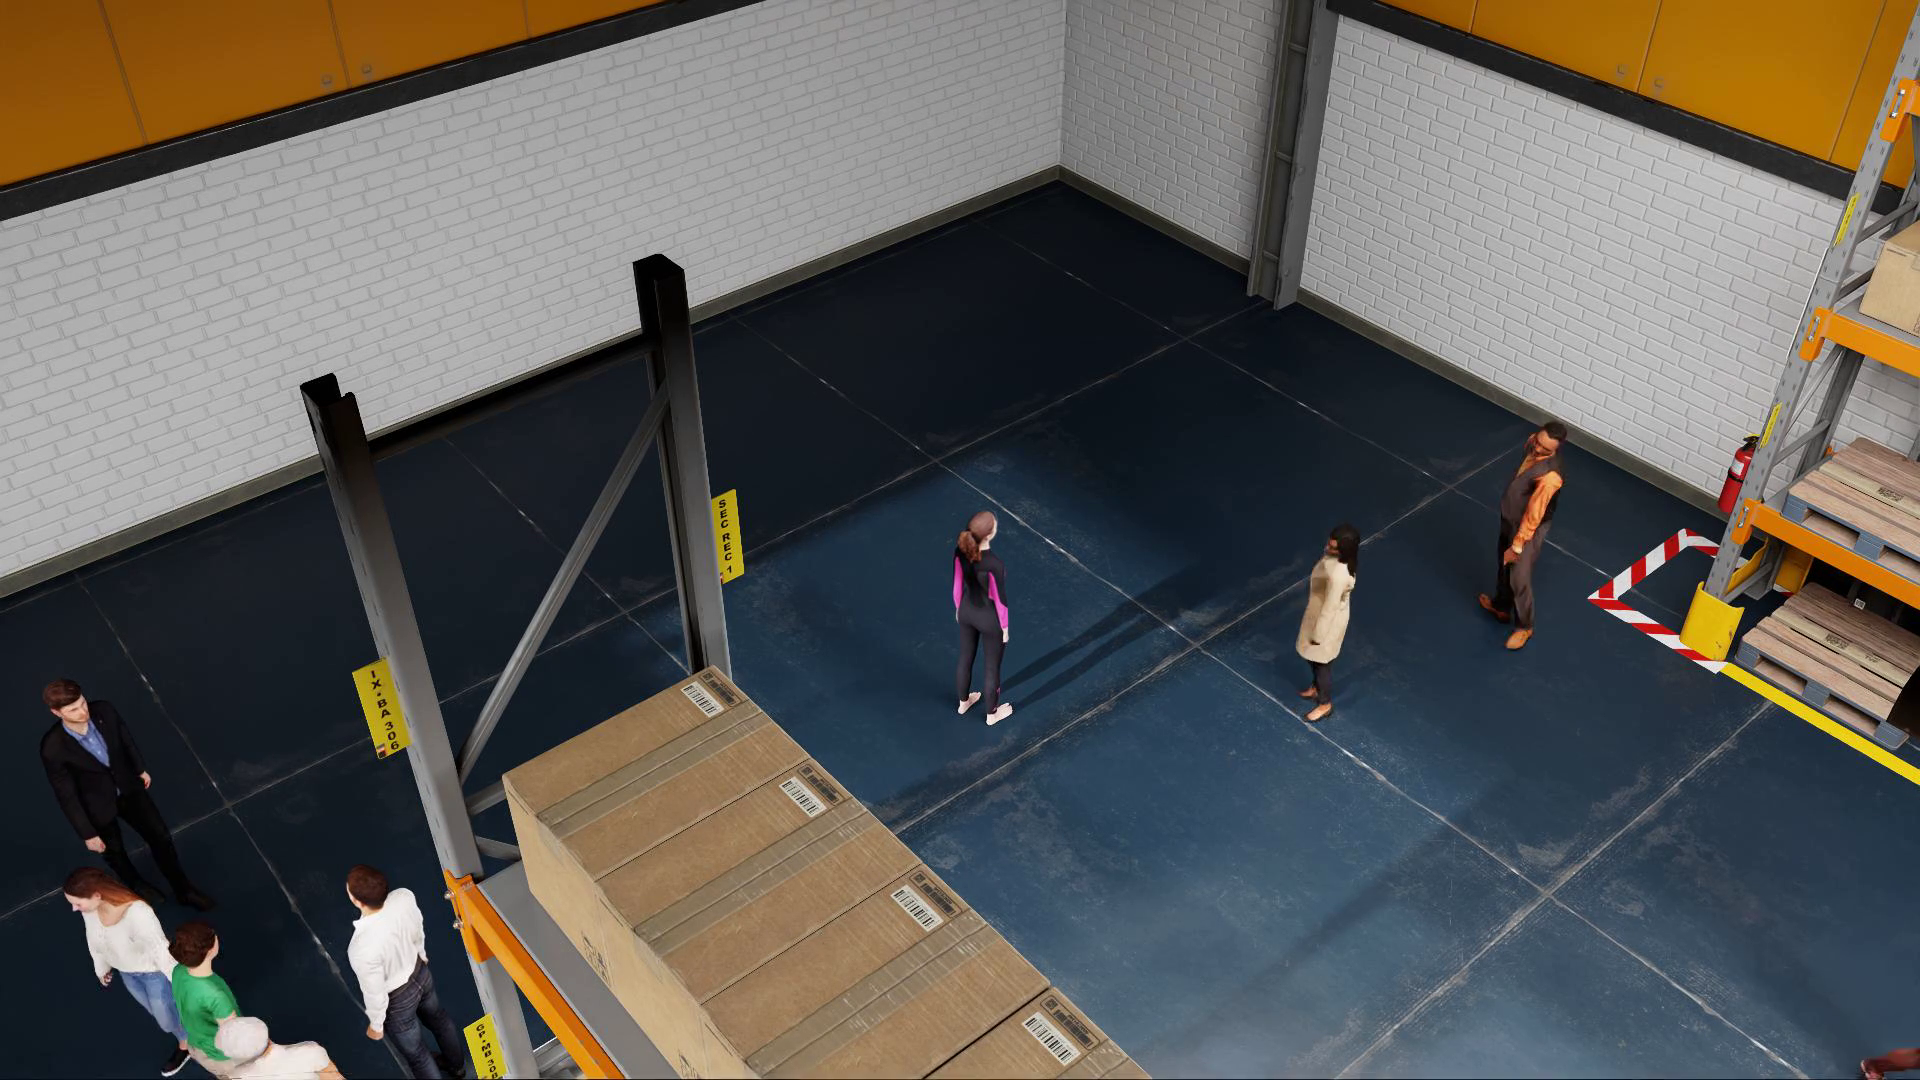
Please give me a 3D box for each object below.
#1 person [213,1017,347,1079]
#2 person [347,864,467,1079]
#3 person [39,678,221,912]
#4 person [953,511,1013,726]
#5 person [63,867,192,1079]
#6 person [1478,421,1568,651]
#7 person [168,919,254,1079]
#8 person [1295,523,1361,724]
[{"bbox_3d":[-3.203,2.883,8.095,0.807,1.720,0.814,0,39,0],"label":"person"},{"bbox_3d":[-2.896,2.337,8.658,0.751,1.871,0.739,9,40,12],"label":"person"},{"bbox_3d":[-5.046,1.477,9.738,1.025,1.868,0.904,20,43,23],"label":"person"},{"bbox_3d":[0.140,0.513,11.038,0.578,1.752,0.676,23,44,26],"label":"person"},{"bbox_3d":[-4.327,2.251,8.922,0.777,1.675,0.857,16,41,19],"label":"person"},{"bbox_3d":[3.999,-0.146,11.757,0.959,1.884,0.916,15,41,18],"label":"person"},{"bbox_3d":[-3.821,2.633,8.475,0.657,1.636,0.710,30,48,32],"label":"person"},{"bbox_3d":[2.448,0.511,11.106,0.748,1.670,0.758,23,44,26],"label":"person"}]
